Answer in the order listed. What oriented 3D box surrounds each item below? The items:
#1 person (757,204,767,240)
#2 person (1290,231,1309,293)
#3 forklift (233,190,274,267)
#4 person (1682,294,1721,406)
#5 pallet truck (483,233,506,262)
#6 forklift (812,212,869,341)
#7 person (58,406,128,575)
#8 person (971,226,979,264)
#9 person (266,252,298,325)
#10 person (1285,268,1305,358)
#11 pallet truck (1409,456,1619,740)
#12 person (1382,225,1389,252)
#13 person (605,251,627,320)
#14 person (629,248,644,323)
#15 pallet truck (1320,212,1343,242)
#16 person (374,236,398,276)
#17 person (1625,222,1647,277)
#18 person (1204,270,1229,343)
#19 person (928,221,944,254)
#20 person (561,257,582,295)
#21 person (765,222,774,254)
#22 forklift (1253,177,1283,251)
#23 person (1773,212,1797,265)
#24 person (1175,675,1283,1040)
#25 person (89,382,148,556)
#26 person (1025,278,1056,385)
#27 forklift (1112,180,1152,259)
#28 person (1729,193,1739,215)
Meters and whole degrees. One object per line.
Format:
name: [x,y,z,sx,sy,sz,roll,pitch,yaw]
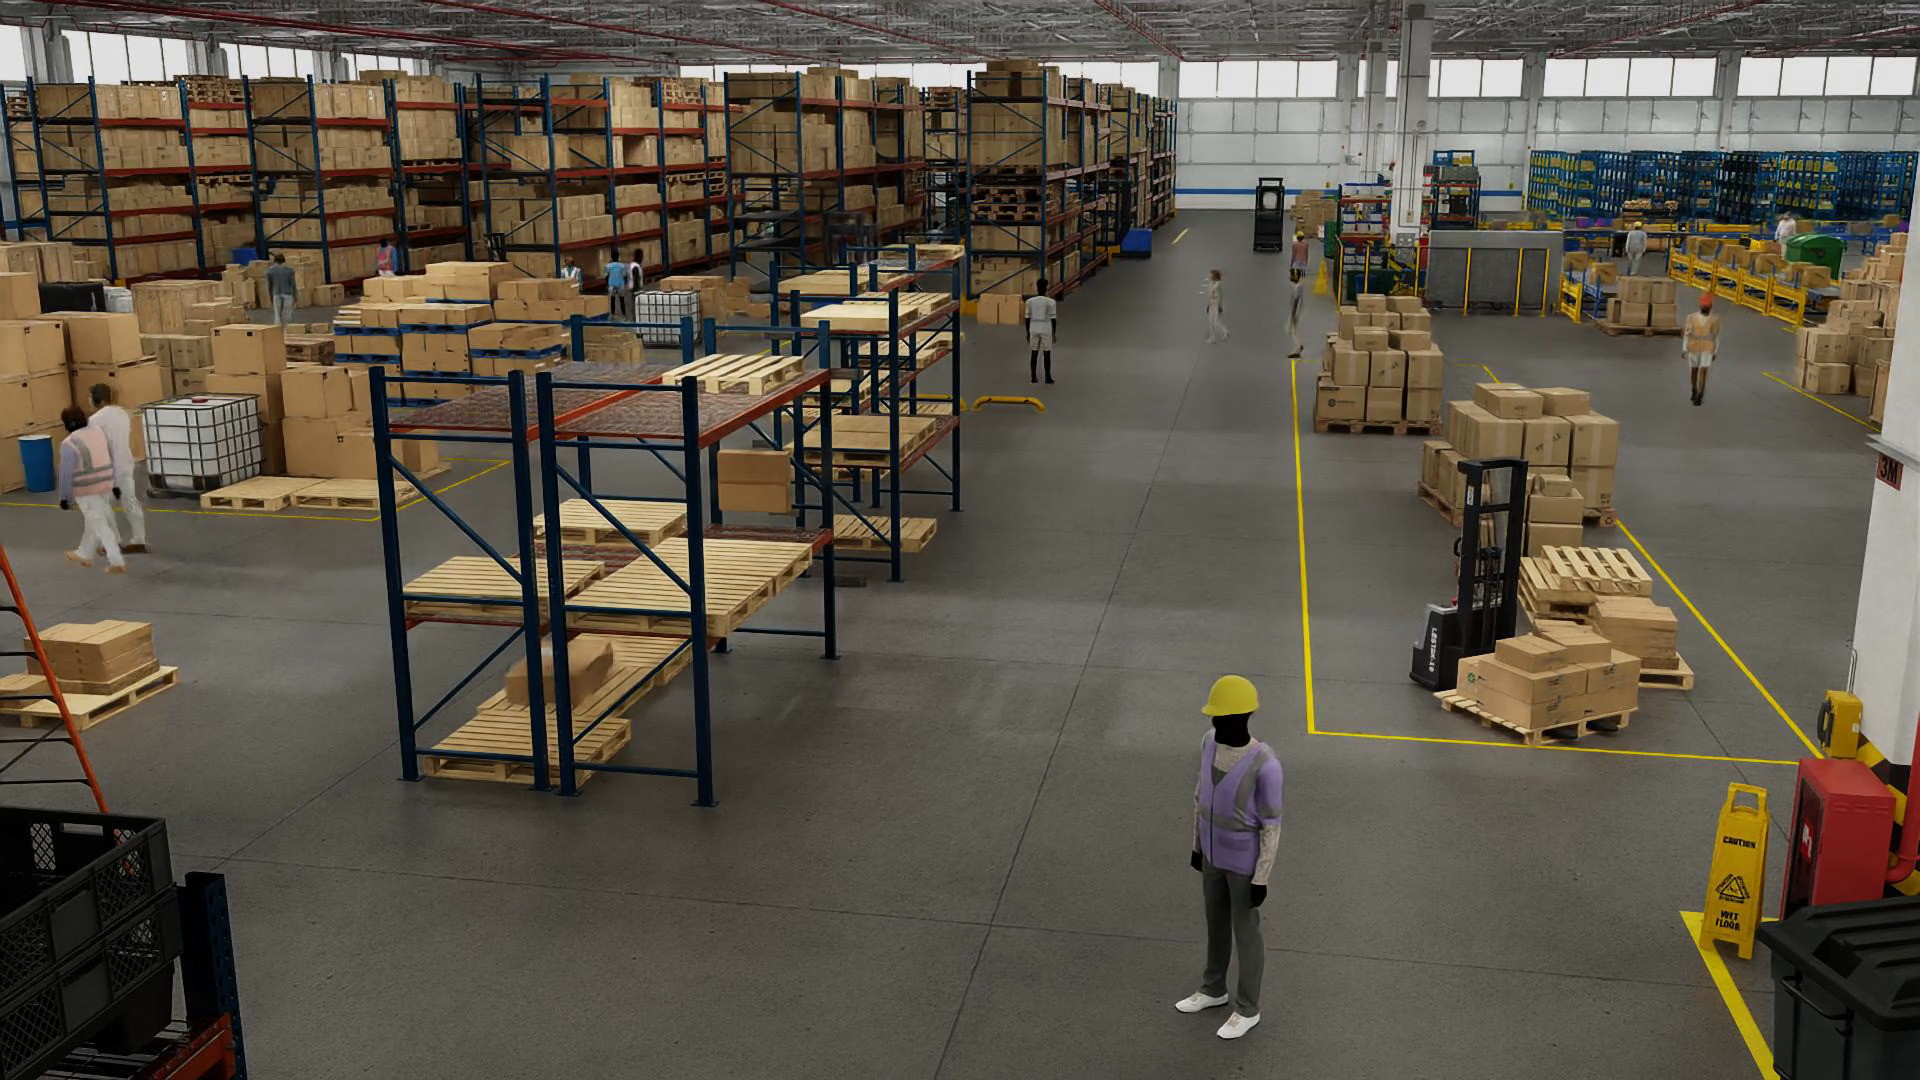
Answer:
person: [-7.657,-12.139,64.688,0.625,1.817,0.642,2,14,7]
person: [9.819,-8.037,48.128,0.524,1.769,0.315,-3,14,-14]
forklift: [-21.257,-9.321,51.047,1.873,2.768,1.129,3,14,10]
person: [12.738,-3.286,28.586,0.548,1.902,0.959,8,16,30]
pallet truck: [-11.832,-7.026,43.548,1.885,1.965,0.823,8,16,28]
forklift: [-2.624,-5.975,37.461,1.129,2.768,1.873,3,14,10]
person: [-9.265,-0.518,17.544,0.947,1.792,0.636,3,14,13]
person: [0.470,-10.486,57.508,0.394,2.038,0.611,-5,15,-18]
person: [-15.287,-5.516,37.554,0.629,1.932,0.366,-3,14,-10]
person: [6.896,-4.671,34.280,0.419,1.853,0.548,4,14,14]
pallet truck: [4.504,0.400,13.395,0.823,1.965,1.885,-6,15,-23]
person: [14.392,-9.872,55.879,0.298,1.627,0.503,-10,17,-36]
person: [-8.529,-6.321,41.301,0.542,1.695,0.316,-2,14,-8]
person: [-7.578,-5.915,39.223,0.455,1.901,0.627,-2,14,-8]
pallet truck: [15.874,-13.227,70.310,0.680,1.201,1.601,10,17,35]
person: [-15.621,-7.358,45.255,0.642,1.831,0.441,4,14,16]
person: [21.445,-9.199,52.795,0.624,1.781,0.923,4,14,17]
person: [5.652,-5.136,36.639,0.435,1.627,0.518,-3,14,-12]
person: [-0.803,-9.792,55.497,0.535,1.664,0.884,2,14,10]
person: [-9.394,-6.029,40.256,0.524,1.631,0.315,1,14,3]
person: [-7.159,-11.644,63.064,0.494,1.624,0.279,-3,14,-14]
forklift: [12.083,-12.747,64.956,1.129,2.768,1.873,3,14,10]
person: [28.739,-10.477,57.860,0.977,1.865,0.645,-6,15,-22]
person: [1.395,1.619,8.593,0.367,1.927,0.590,-8,16,-31]
person: [-9.343,-0.770,18.289,0.653,1.924,0.677,1,14,4]
person: [1.496,-3.832,30.641,0.604,1.966,0.367,5,15,21]
forklift: [6.082,-11.722,60.796,1.873,2.768,1.129,2,14,9]
person: [37.254,-15.920,80.104,0.894,1.789,0.597,8,16,30]
